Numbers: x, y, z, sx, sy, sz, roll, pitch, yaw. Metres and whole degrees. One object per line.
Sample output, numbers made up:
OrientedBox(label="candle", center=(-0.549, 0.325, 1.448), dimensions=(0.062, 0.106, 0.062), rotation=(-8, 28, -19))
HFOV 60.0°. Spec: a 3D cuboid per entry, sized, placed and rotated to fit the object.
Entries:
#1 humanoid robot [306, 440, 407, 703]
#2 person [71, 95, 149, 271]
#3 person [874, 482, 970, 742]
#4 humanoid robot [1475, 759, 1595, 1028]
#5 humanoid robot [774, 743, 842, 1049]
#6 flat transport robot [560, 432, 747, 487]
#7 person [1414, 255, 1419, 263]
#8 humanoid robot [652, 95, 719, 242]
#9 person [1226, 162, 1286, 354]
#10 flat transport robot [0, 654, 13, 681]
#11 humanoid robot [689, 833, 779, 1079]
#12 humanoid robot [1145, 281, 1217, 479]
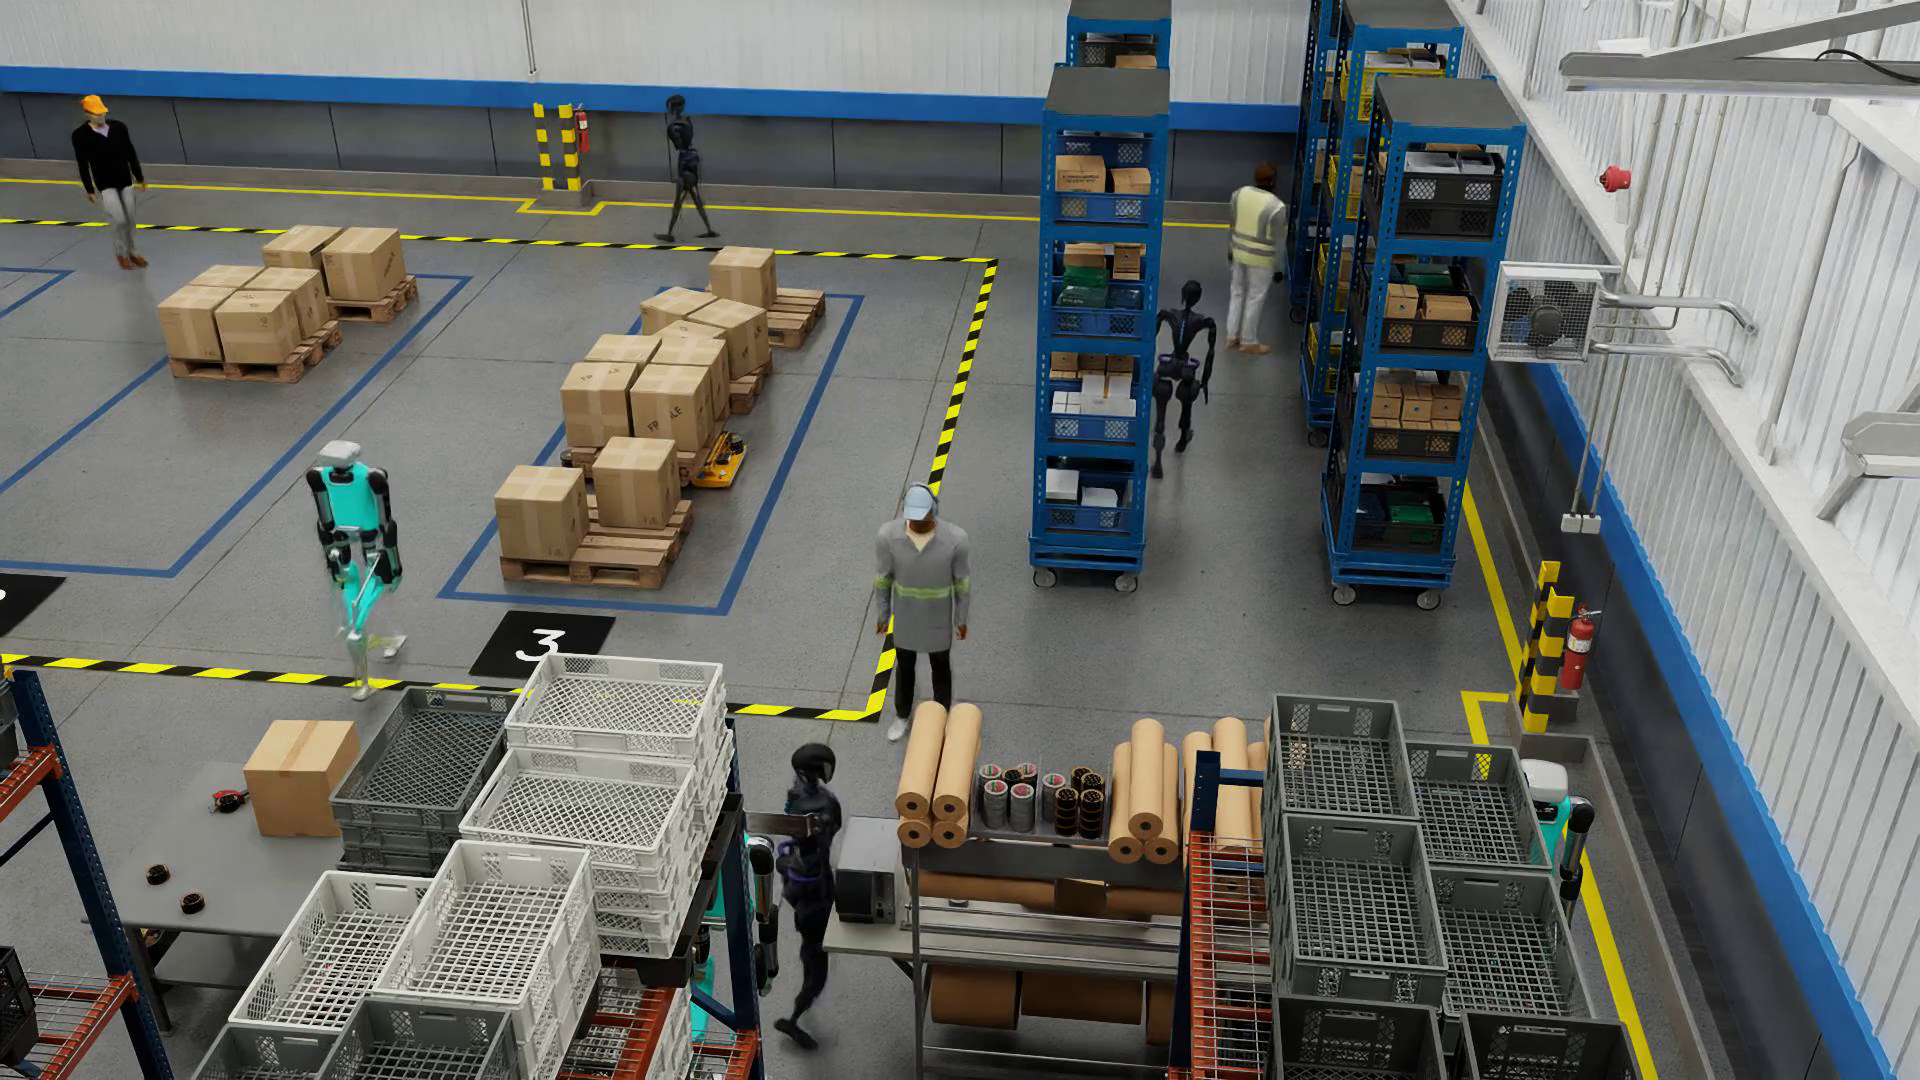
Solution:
OrientedBox(label="humanoid robot", center=(-3.960, 0.272, 10.785), dimensions=(0.542, 1.749, 1.043), rotation=(4, 30, 6))
OrientedBox(label="person", center=(-8.886, -3.756, 17.536), dimensions=(0.474, 1.873, 0.588), rotation=(19, 35, 29))
OrientedBox(label="person", center=(-0.240, 0.464, 10.303), dimensions=(0.596, 1.850, 0.395), rotation=(4, 30, 7))
OrientedBox(label="humanoid robot", center=(2.661, 1.884, 7.845), dimensions=(0.533, 1.677, 0.735), rotation=(3, 30, 6))
OrientedBox(label="humanoid robot", center=(-0.785, 1.739, 8.291), dimensions=(0.435, 1.648, 0.624), rotation=(-10, 32, -16))
OrientedBox(label="flat transport robot", center=(-2.554, -0.707, 13.861), dimensions=(1.431, 0.197, 0.652), rotation=(3, 30, 6))
OrientedBox(label="person", center=(3.981, -2.638, 15.546), dimensions=(0.634, 1.939, 0.367), rotation=(3, 30, 5))
OrientedBox(label="humanoid robot", center=(-3.084, -4.100, 18.339), dimensions=(0.727, 1.627, 0.607), rotation=(-2, 30, -3))
OrientedBox(label="person", center=(2.789, -2.657, 15.696), dimensions=(0.433, 1.826, 0.673), rotation=(-26, 39, -37))
OrientedBox(label="flat transport robot", center=(-7.142, 0.969, 11.010), dimensions=(1.431, 0.231, 0.659), rotation=(3, 30, 6))
OrientedBox(label="humanoid robot", center=(-1.123, 2.028, 7.597), dimensions=(0.533, 1.677, 0.735), rotation=(3, 30, 6))
OrientedBox(label="humanoid robot", center=(1.773, -1.369, 13.676), dimensions=(0.615, 1.617, 0.800), rotation=(8, 31, 14))
